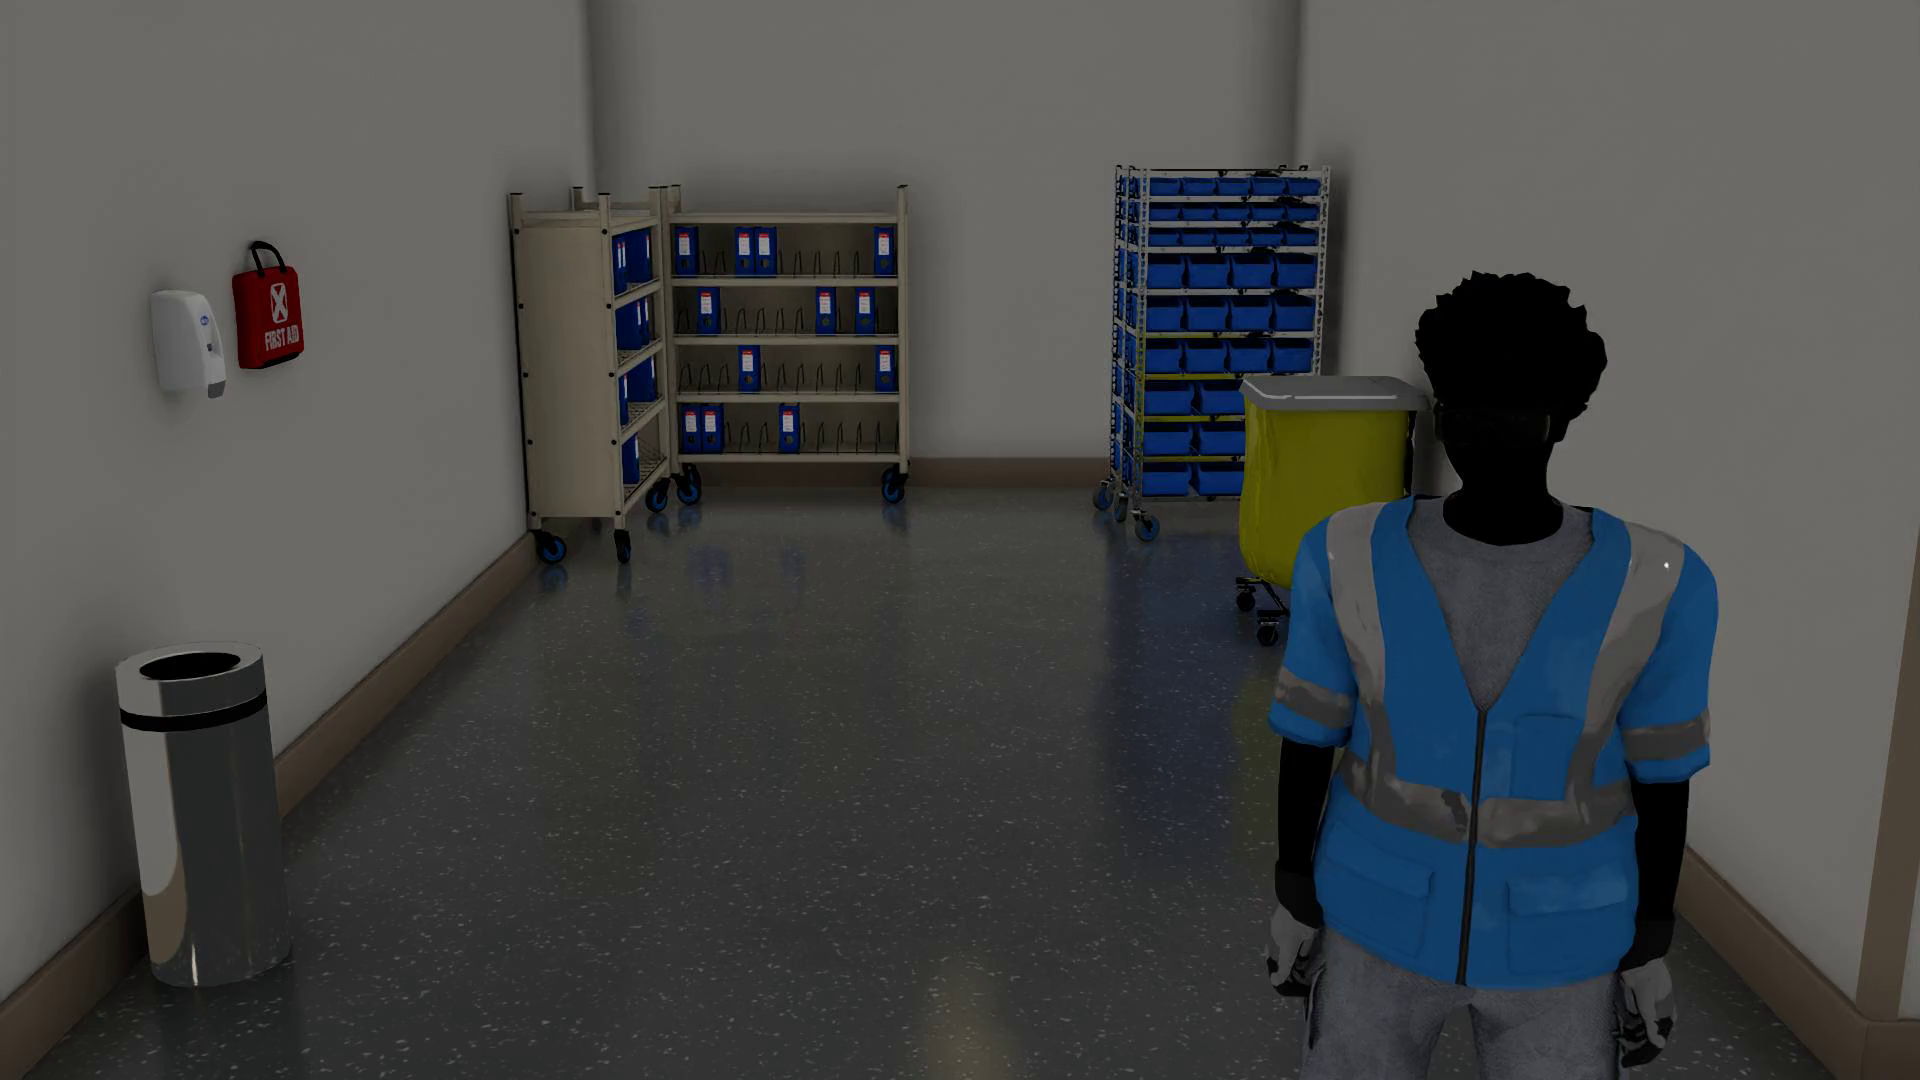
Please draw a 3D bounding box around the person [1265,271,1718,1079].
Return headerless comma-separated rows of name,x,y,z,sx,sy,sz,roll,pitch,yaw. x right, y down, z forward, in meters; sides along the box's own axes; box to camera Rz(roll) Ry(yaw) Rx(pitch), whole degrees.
person,0.656,0.507,2.155,0.540,1.695,0.317,5,14,19
